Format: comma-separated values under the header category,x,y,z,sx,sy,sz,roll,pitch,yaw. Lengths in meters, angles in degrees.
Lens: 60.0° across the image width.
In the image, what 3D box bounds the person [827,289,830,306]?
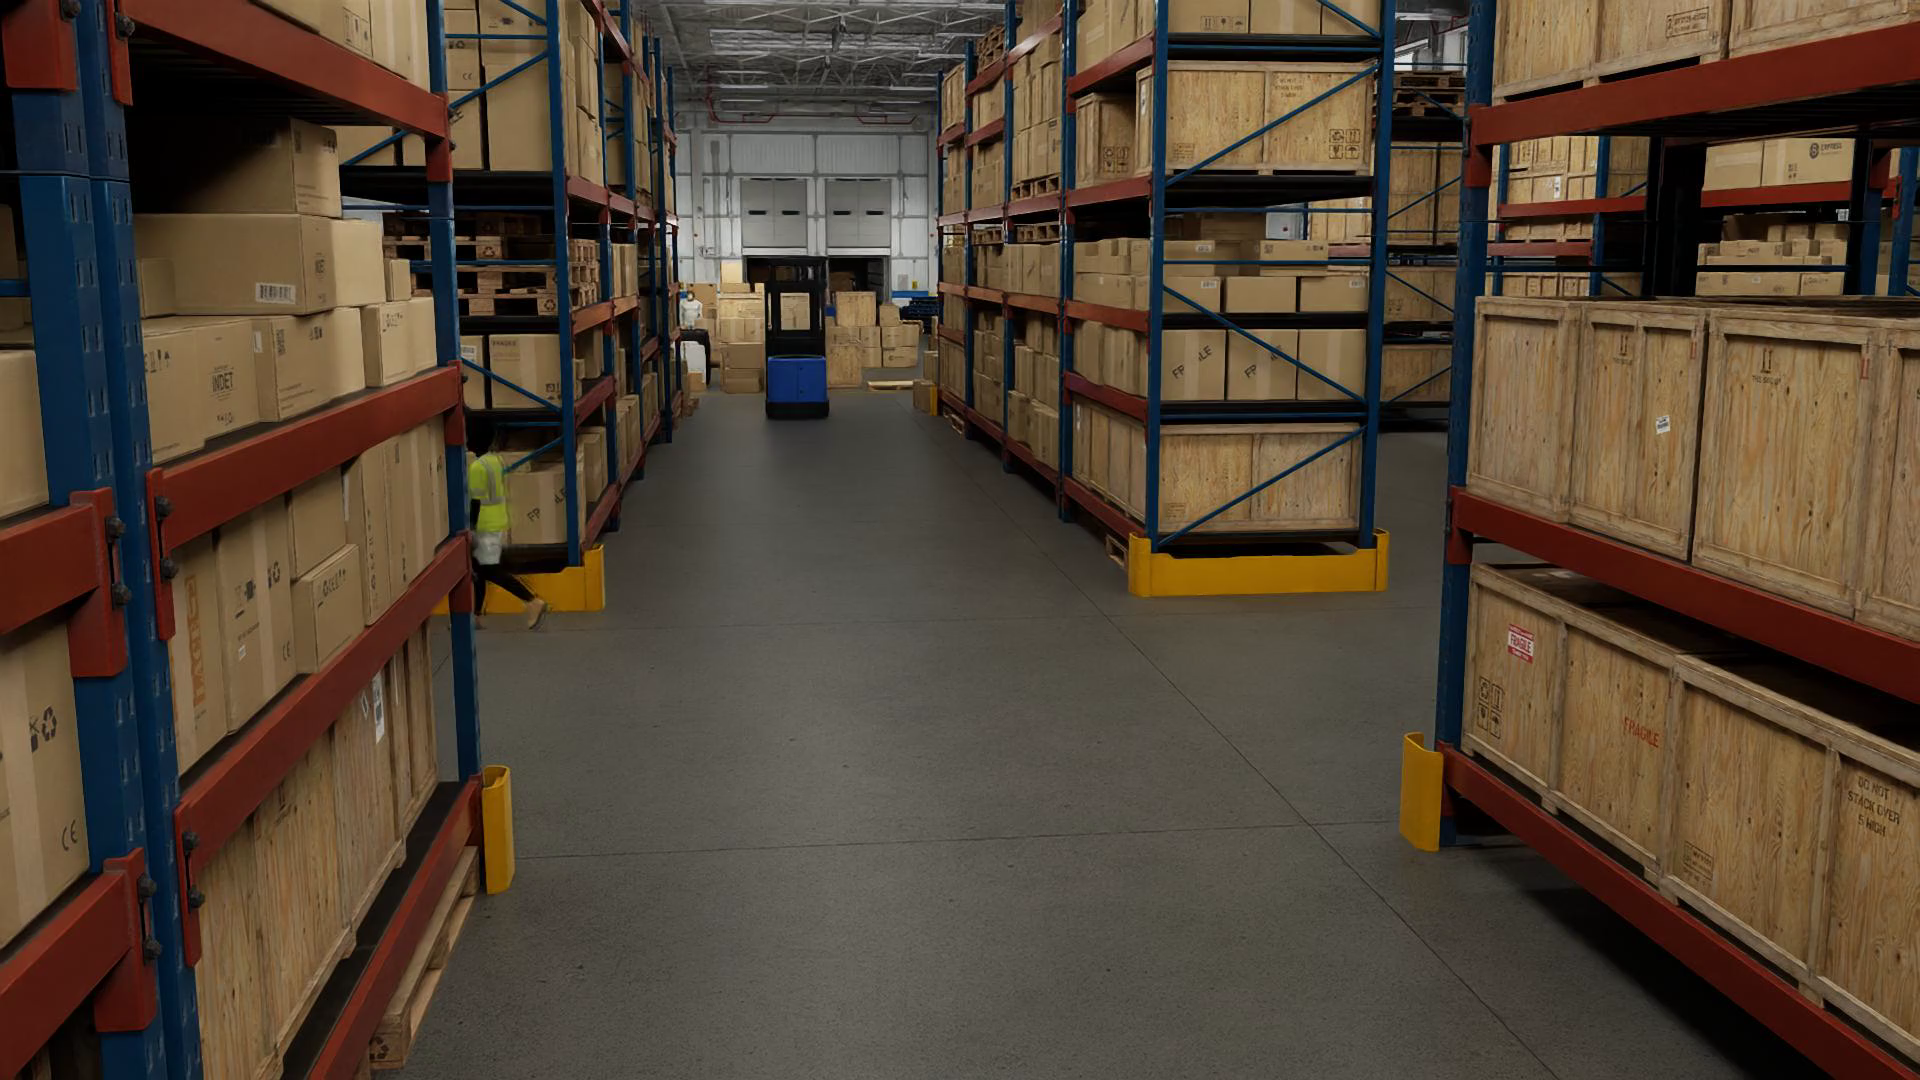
category,x,y,z,sx,sy,sz,roll,pitch,yaw
person,-5.326,-9.225,65.034,0.587,1.930,0.356,6,11,31

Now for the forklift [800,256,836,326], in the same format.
category,x,y,z,sx,sy,sz,roll,pitch,yaw
forklift,-5.102,-8.570,58.460,1.129,2.768,1.873,-6,12,-33

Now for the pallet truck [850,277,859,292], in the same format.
category,x,y,z,sx,sy,sz,roll,pitch,yaw
pallet truck,-3.782,-9.391,65.808,1.885,1.965,0.823,2,10,10

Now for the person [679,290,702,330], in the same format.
category,x,y,z,sx,sy,sz,roll,pitch,yaw
person,-7.360,-5.877,45.517,0.627,1.940,0.372,-1,10,-7

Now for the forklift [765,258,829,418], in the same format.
category,x,y,z,sx,sy,sz,roll,pitch,yaw
forklift,-2.944,-3.646,29.795,1.129,2.768,1.873,-1,10,-7

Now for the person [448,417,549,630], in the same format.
category,x,y,z,sx,sy,sz,roll,pitch,yaw
person,-3.550,-0.108,12.713,0.740,1.675,0.537,-1,10,-5
